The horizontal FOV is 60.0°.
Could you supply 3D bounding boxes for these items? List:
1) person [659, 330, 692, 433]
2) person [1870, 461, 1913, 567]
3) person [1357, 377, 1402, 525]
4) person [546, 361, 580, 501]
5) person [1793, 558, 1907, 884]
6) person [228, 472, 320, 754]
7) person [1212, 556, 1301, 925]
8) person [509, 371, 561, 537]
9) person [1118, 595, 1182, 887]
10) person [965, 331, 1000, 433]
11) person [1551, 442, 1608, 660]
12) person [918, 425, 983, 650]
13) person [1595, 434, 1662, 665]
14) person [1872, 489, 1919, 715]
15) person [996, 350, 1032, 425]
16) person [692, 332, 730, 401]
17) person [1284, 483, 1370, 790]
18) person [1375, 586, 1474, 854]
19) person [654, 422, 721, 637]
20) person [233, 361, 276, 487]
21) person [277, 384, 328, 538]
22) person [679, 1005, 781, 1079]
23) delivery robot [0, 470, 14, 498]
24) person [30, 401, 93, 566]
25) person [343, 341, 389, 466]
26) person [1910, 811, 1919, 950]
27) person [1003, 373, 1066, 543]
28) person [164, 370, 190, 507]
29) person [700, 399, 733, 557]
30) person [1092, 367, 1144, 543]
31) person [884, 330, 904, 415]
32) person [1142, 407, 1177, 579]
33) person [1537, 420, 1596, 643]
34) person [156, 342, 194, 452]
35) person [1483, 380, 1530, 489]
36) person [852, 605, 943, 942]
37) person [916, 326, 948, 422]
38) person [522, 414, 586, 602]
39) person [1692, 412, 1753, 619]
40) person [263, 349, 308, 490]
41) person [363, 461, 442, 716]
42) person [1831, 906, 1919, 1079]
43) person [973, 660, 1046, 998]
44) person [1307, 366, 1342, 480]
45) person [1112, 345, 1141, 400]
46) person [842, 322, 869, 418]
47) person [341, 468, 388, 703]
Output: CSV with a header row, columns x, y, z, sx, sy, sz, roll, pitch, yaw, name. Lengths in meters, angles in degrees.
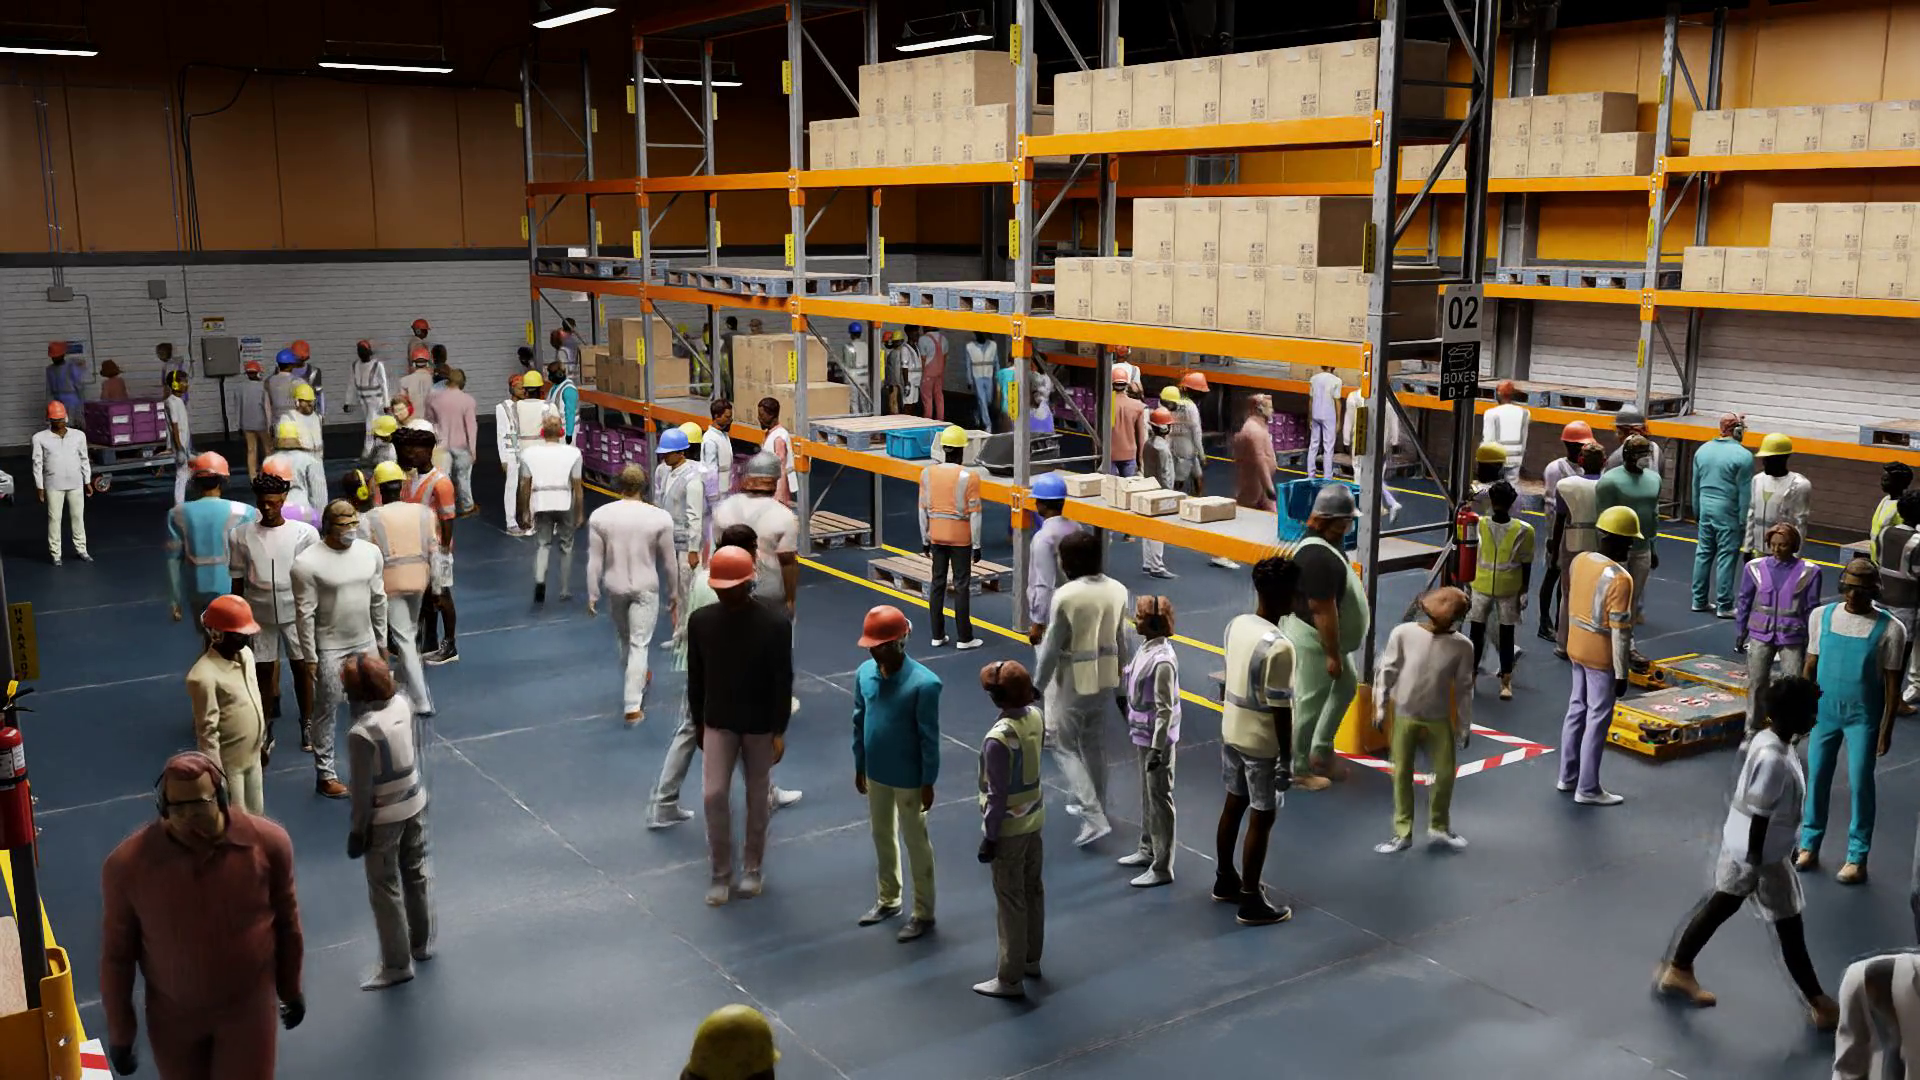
x,y,z,sx,sy,sz,roll,pitch,yaw,name
-4.694,-2.506,26.997,0.702,1.923,0.452,-9,14,-37,person
7.690,0.190,13.764,0.317,1.695,0.540,2,11,10,person
4.927,-1.045,19.695,0.537,1.849,0.607,-9,14,-39,person
-5.166,-1.410,21.624,0.429,1.831,0.631,-7,13,-32,person
4.954,0.992,9.298,0.341,1.839,0.503,-9,14,-40,person
-4.700,0.504,11.466,0.606,1.966,0.367,-4,12,-18,person
1.578,1.042,8.749,0.382,1.958,0.606,-3,12,-17,person
-4.885,-0.989,19.197,0.588,1.930,0.364,1,11,4,person
1.070,1.102,9.237,0.310,1.642,0.514,-1,11,-4,person
0.359,-2.795,28.574,0.620,1.881,0.756,-3,12,-17,person
5.220,0.107,13.845,0.560,1.837,0.387,1,11,6,person
-0.070,-0.019,14.239,0.589,1.928,0.385,6,13,29,person
5.482,0.089,13.659,0.629,1.940,0.373,-5,12,-22,person
7.013,0.458,12.407,0.322,1.690,0.534,-1,11,-7,person
0.778,-1.789,23.503,0.567,1.846,0.389,5,12,22,person
-3.974,-2.398,26.583,0.585,1.875,1.027,-1,11,-8,person
2.370,0.617,10.693,0.598,2.000,0.705,2,11,12,person
2.701,1.044,9.641,0.590,1.613,0.338,2,11,8,person
-2.345,-0.065,14.473,0.596,1.925,0.372,2,11,12,person
-9.580,-1.568,22.660,0.601,1.732,0.458,1,11,6,person
-7.587,-0.909,19.157,0.911,1.796,0.584,8,13,35,person
-0.586,2.024,4.292,0.489,1.731,0.325,6,13,29,person
-12.409,-0.757,21.299,0.707,0.478,0.477,11,15,44,delivery robot
-9.541,-0.611,17.713,0.335,1.749,0.576,11,15,43,person
-8.868,-2.025,24.732,0.599,1.841,0.950,5,12,23,person
4.076,1.465,6.740,0.400,1.895,0.652,-1,11,-6,person
0.851,-0.896,18.439,1.022,2.000,0.684,8,14,35,person
-9.333,-1.101,19.935,0.312,1.866,0.529,-4,12,-21,person
-2.409,-0.455,16.532,0.401,1.908,0.598,0,11,1,person
1.787,-0.961,18.889,0.622,1.992,0.393,-3,11,-14,person
-1.056,-2.680,28.272,0.535,1.767,0.317,3,12,16,person
2.050,-0.485,17.061,0.319,1.755,0.572,-2,11,-9,person
5.321,-0.080,14.523,0.542,1.939,0.365,-7,13,-32,person
-11.904,-2.101,25.196,0.424,1.812,0.553,-3,11,-13,person
6.118,-0.882,18.825,0.571,1.855,0.755,-1,11,-5,person
-0.351,1.183,8.577,0.573,1.737,0.354,9,14,39,person
-0.549,-2.859,28.484,0.535,2.000,0.684,10,15,42,person
-3.863,-0.278,15.812,0.572,1.828,0.567,0,11,-2,person
7.080,-0.234,15.394,0.401,1.910,0.641,-4,12,-20,person
-8.859,-1.540,21.972,0.616,1.946,0.392,1,11,7,person
-4.252,0.350,12.497,0.618,1.863,0.975,-10,15,-41,person
2.912,1.828,5.007,0.587,1.854,0.925,3,12,17,person
0.247,1.362,7.912,0.310,1.640,0.514,5,12,26,person
4.993,-1.635,22.760,0.350,1.837,0.503,-11,15,-44,person
2.291,-1.863,23.788,0.580,1.884,0.352,-1,11,-5,person
-1.724,-2.666,27.744,0.615,1.943,0.409,-10,15,-41,person
-4.423,0.391,12.336,0.367,1.855,0.564,-8,14,-36,person
